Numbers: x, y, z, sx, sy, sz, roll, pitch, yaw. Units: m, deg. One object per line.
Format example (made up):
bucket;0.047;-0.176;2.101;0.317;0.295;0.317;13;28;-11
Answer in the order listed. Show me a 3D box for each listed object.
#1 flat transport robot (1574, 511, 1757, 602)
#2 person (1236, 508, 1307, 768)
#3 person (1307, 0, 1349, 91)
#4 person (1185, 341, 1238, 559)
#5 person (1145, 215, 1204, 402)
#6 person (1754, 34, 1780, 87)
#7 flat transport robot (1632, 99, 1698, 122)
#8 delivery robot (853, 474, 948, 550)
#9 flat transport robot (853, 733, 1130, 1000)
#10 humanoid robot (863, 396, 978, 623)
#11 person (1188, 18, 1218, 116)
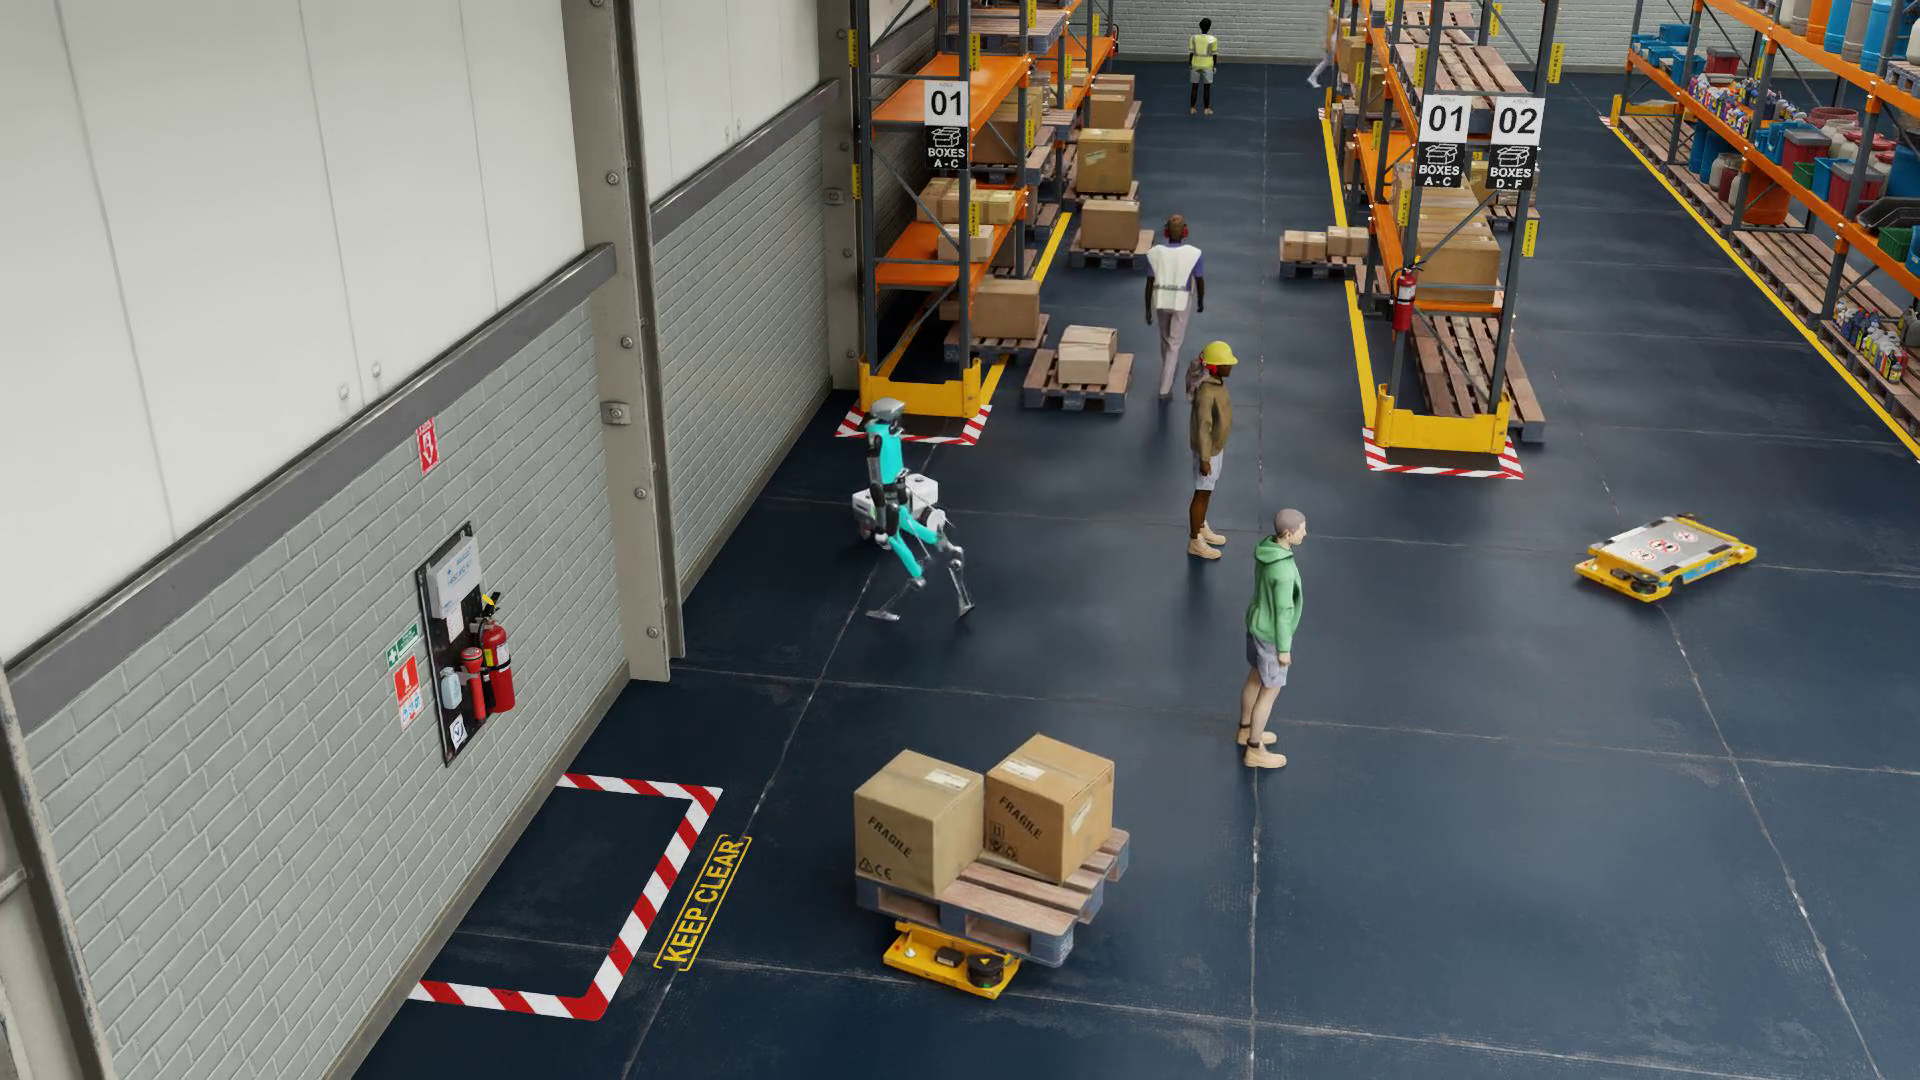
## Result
flat transport robot;5.567;0.125;13.089;1.431;0.231;0.659;-16;30;-31
person;1.933;0.599;10.350;0.317;1.736;0.478;-3;25;-6
person;7.194;-9.630;32.124;0.901;1.830;0.503;10;27;21
person;1.949;-0.732;13.157;0.401;1.762;0.552;8;26;17
person;2.126;-2.340;16.579;0.556;1.777;1.007;10;27;20
person;15.781;-9.763;32.485;0.311;1.768;0.522;-19;31;-35
flat transport robot;12.807;-7.657;29.746;1.431;0.231;0.659;22;33;38
delivery robot;-0.499;-0.281;13.622;0.766;0.595;0.522;-20;32;-36
flat transport robot;0.202;1.957;9.168;0.659;0.231;1.431;12;28;24
humanoid robot;-0.218;-0.154;11.968;0.964;1.765;0.531;7;26;15
person;4.354;-8.482;29.822;0.541;1.695;0.316;11;27;23
